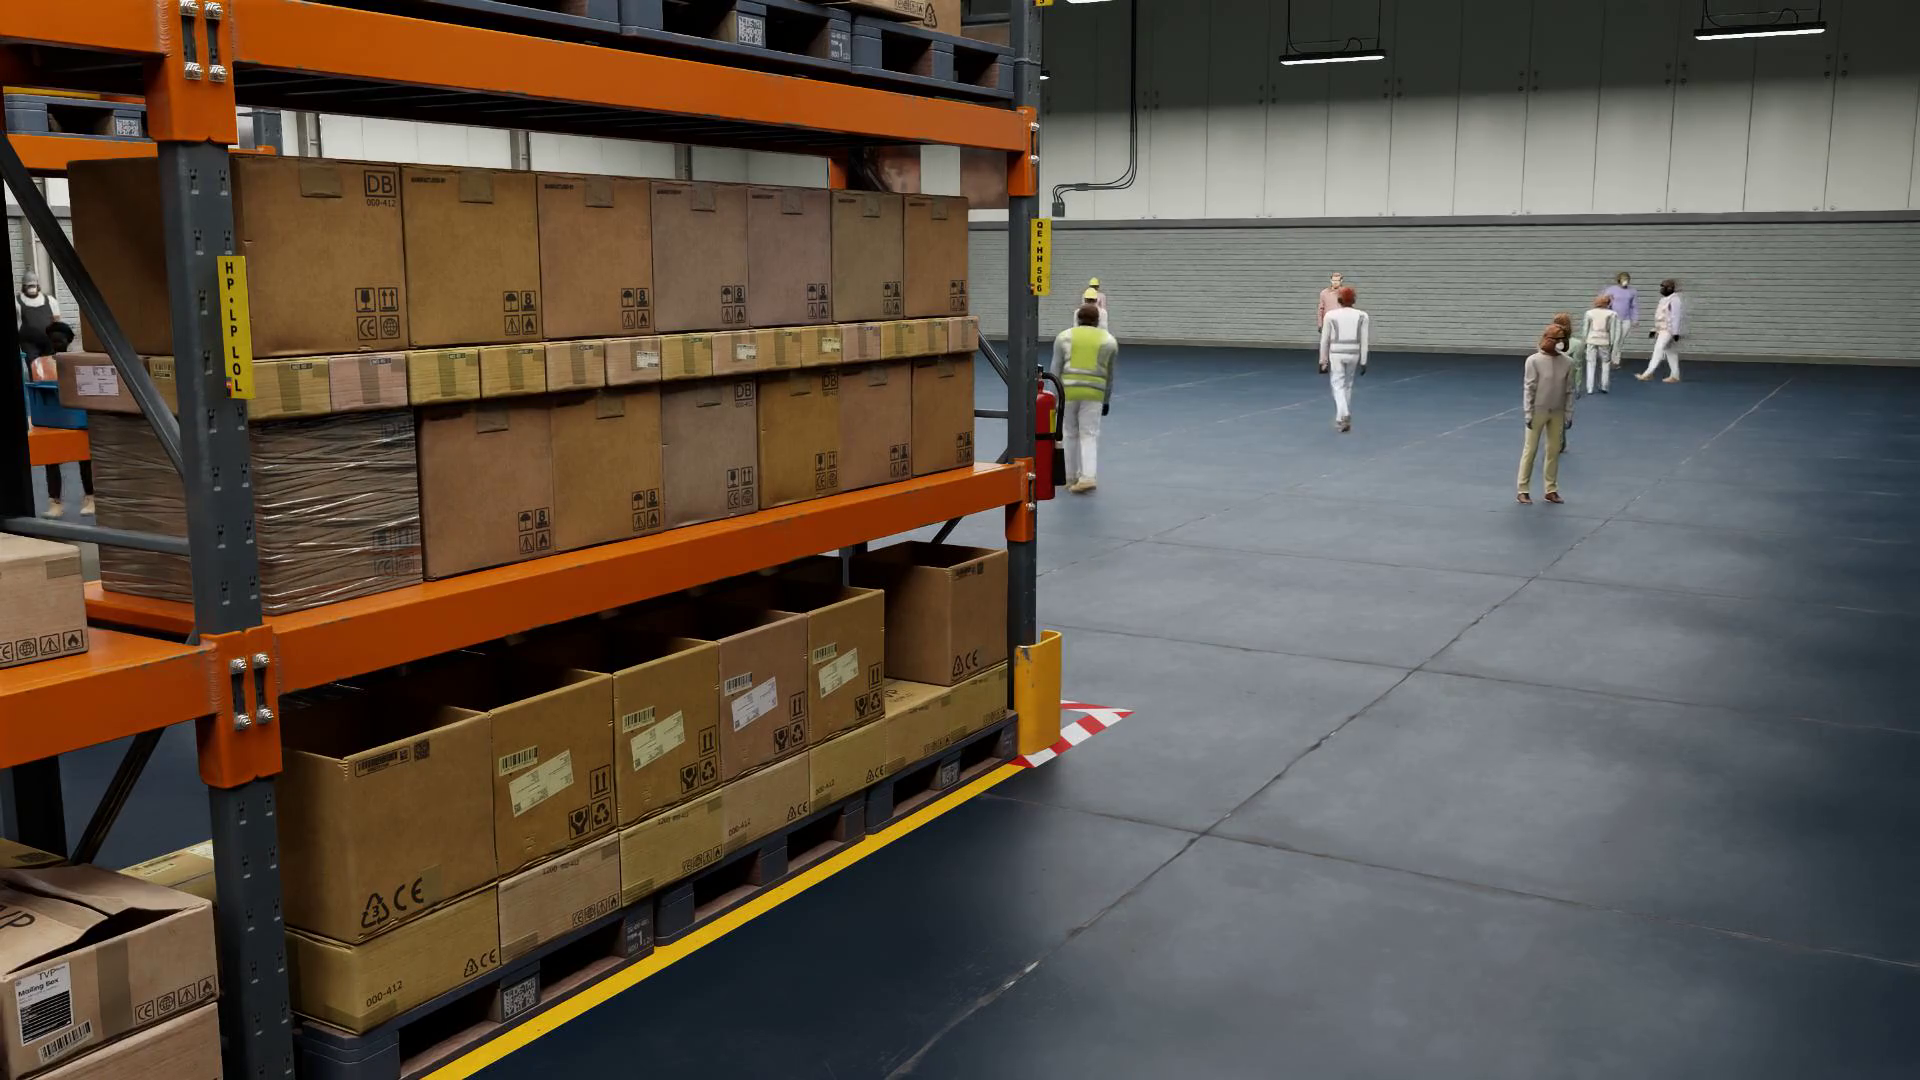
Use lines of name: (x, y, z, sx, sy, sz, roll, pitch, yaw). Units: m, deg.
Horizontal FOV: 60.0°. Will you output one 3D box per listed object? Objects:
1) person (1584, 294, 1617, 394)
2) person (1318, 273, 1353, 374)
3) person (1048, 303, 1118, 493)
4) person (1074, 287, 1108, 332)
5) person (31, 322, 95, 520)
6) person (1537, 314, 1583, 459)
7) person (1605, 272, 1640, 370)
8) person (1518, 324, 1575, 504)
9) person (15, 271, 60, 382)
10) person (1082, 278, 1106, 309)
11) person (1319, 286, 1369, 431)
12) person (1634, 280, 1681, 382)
person: (10.379, -3.172, 26.956, 0.518, 1.615, 0.655, 6, 12, 33)
person: (7.106, -4.096, 31.519, 0.651, 1.904, 0.403, 3, 10, 16)
person: (1.157, -1.346, 15.759, 0.641, 1.794, 0.809, 2, 10, 9)
person: (2.013, -3.001, 25.565, 0.528, 1.755, 0.394, 1, 10, 3)
person: (-7.553, -0.991, 14.023, 0.548, 1.667, 0.762, -2, 10, -10)
person: (6.683, -1.729, 18.561, 0.506, 1.599, 0.846, 9, 13, 41)
person: (12.977, -4.275, 32.533, 0.654, 1.910, 0.793, 0, 10, -2)
person: (5.282, -1.123, 14.951, 0.493, 1.627, 0.295, -2, 10, -11)
person: (-13.896, -3.055, 25.023, 0.677, 2.000, 0.950, -9, 13, -43)
person: (2.892, -4.817, 36.174, 0.541, 1.741, 0.709, 2, 10, 11)
person: (4.924, -2.318, 21.274, 0.583, 1.858, 0.887, 0, 10, 0)
person: (12.371, -3.683, 29.404, 0.917, 1.802, 0.631, 1, 10, 8)
